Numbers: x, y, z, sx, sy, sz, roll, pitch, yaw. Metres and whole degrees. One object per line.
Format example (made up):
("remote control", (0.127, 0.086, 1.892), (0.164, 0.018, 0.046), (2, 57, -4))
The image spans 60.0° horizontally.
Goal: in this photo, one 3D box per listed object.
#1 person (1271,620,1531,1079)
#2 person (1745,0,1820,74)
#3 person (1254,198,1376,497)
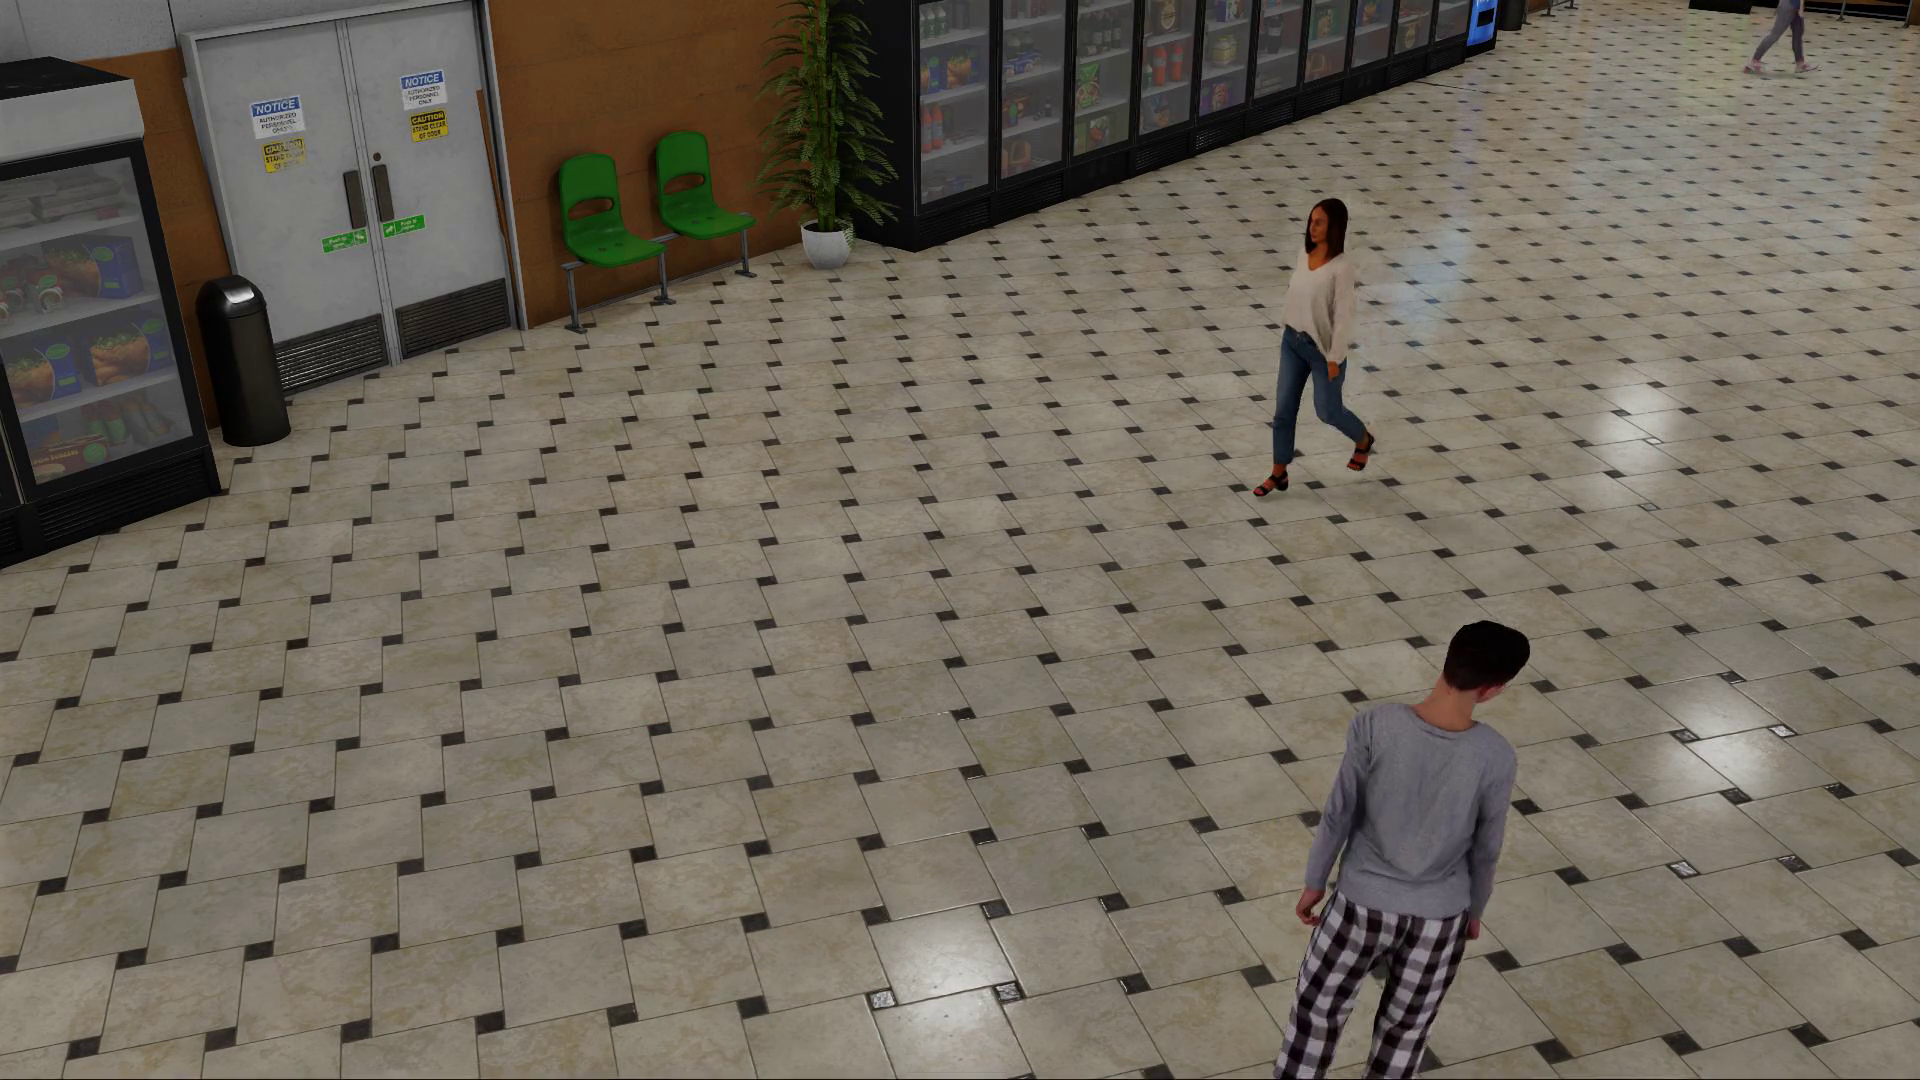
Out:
("person", (1.215, 1.057, 4.783), (0.758, 1.804, 0.975), (2, 27, 4))
("person", (9.621, -6.231, 19.413), (1.052, 1.571, 0.726), (11, 29, 20))
("person", (2.009, -1.037, 9.075), (0.925, 1.657, 1.042), (-14, 30, -25))
